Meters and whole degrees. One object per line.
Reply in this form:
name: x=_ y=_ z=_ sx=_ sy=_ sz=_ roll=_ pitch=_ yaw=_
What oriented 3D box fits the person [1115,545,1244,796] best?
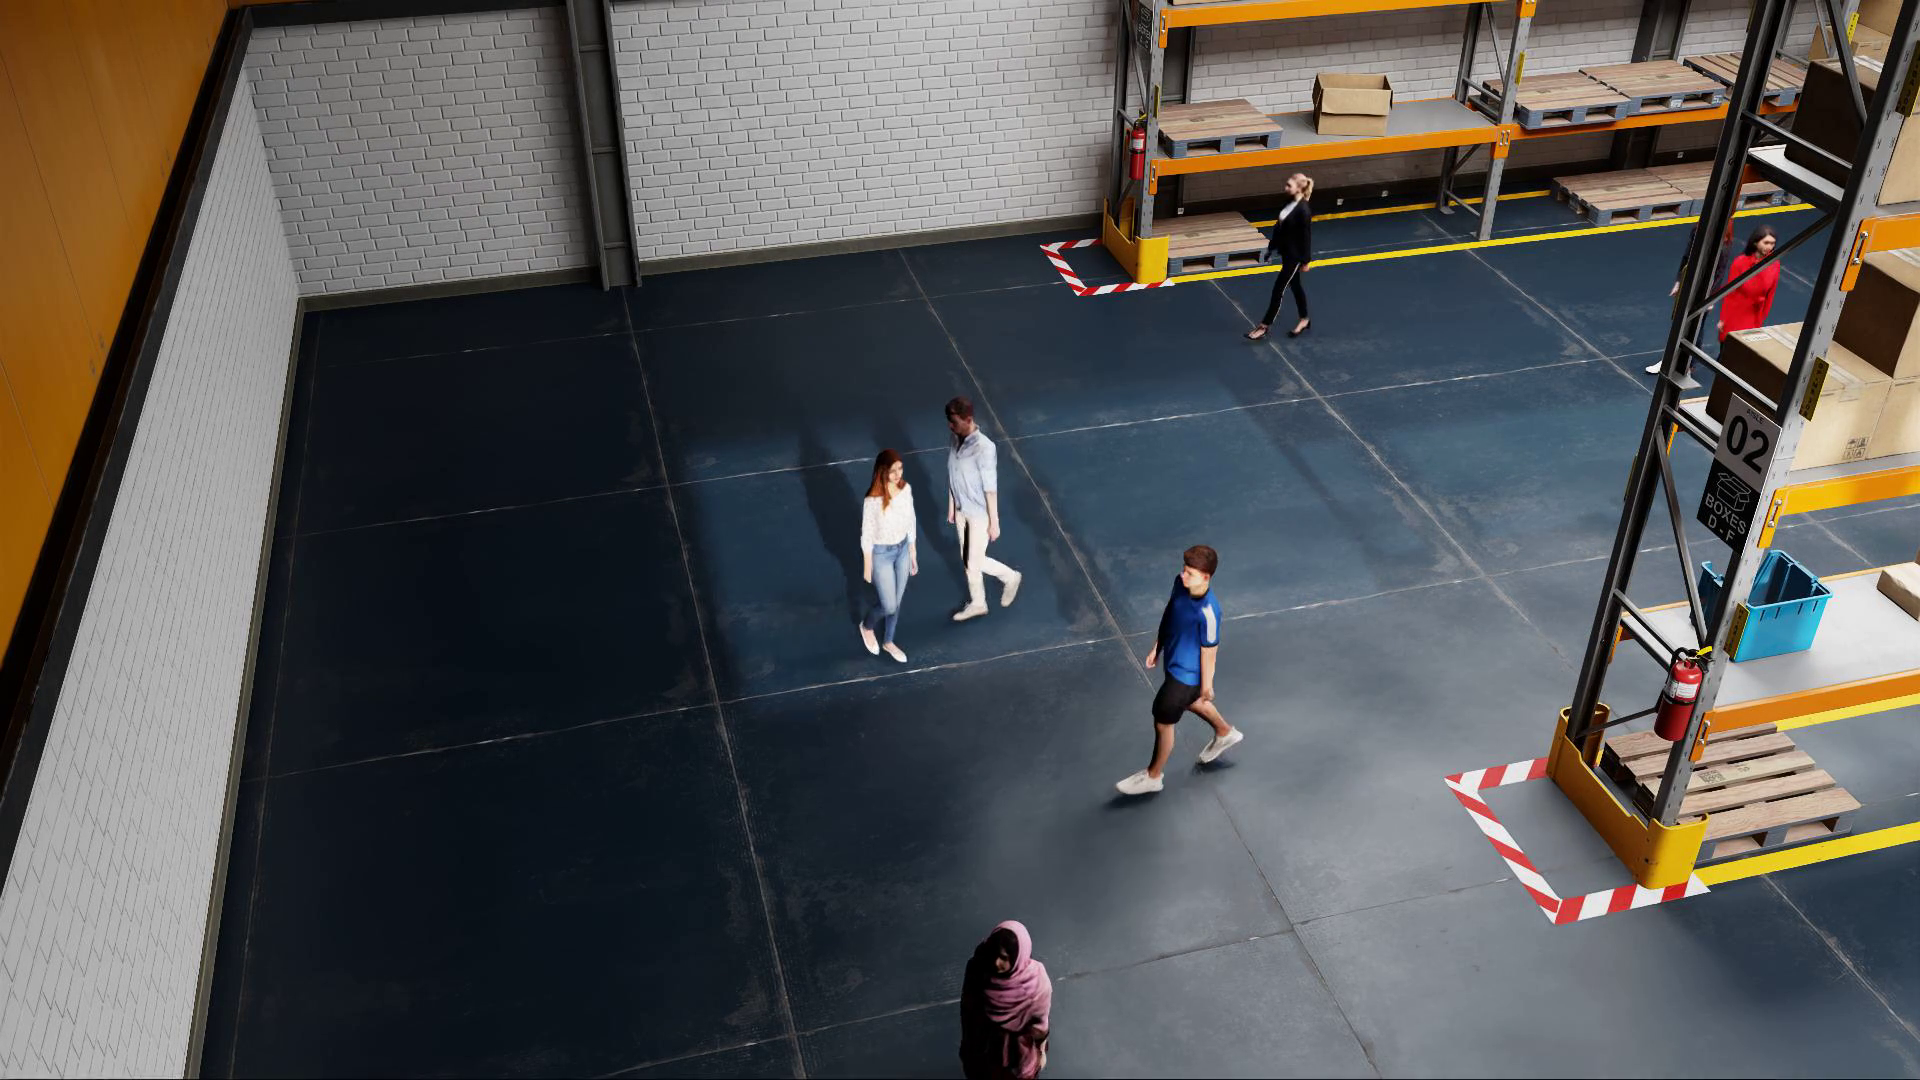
person: x=1.494 y=0.779 z=10.534 sx=1.159 sy=1.836 sz=0.659 roll=-8 pitch=34 yaw=-12

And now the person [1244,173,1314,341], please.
person: x=3.255 y=-2.694 z=15.907 sx=0.938 sy=1.673 sz=0.609 roll=-7 pitch=34 yaw=-10

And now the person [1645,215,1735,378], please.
person: x=6.732 y=-2.282 z=15.185 sx=0.622 sy=1.786 sz=0.630 roll=-18 pitch=37 yaw=-25

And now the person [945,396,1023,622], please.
person: x=0.182 y=-0.243 z=12.082 sx=0.897 sy=1.825 sz=0.822 roll=-22 pitch=39 yaw=-29

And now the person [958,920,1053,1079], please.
person: x=0.247 y=2.435 z=8.243 sx=1.036 sy=1.613 sz=1.100 roll=18 pitch=38 yaw=25

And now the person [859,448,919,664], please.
person: x=-0.551 y=0.074 z=11.699 sx=0.700 sy=1.720 sz=0.760 roll=-25 pitch=41 yaw=-32

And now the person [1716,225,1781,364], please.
person: x=6.925 y=-2.009 z=14.815 sx=0.762 sy=1.740 sz=0.787 roll=1 pitch=34 yaw=1
